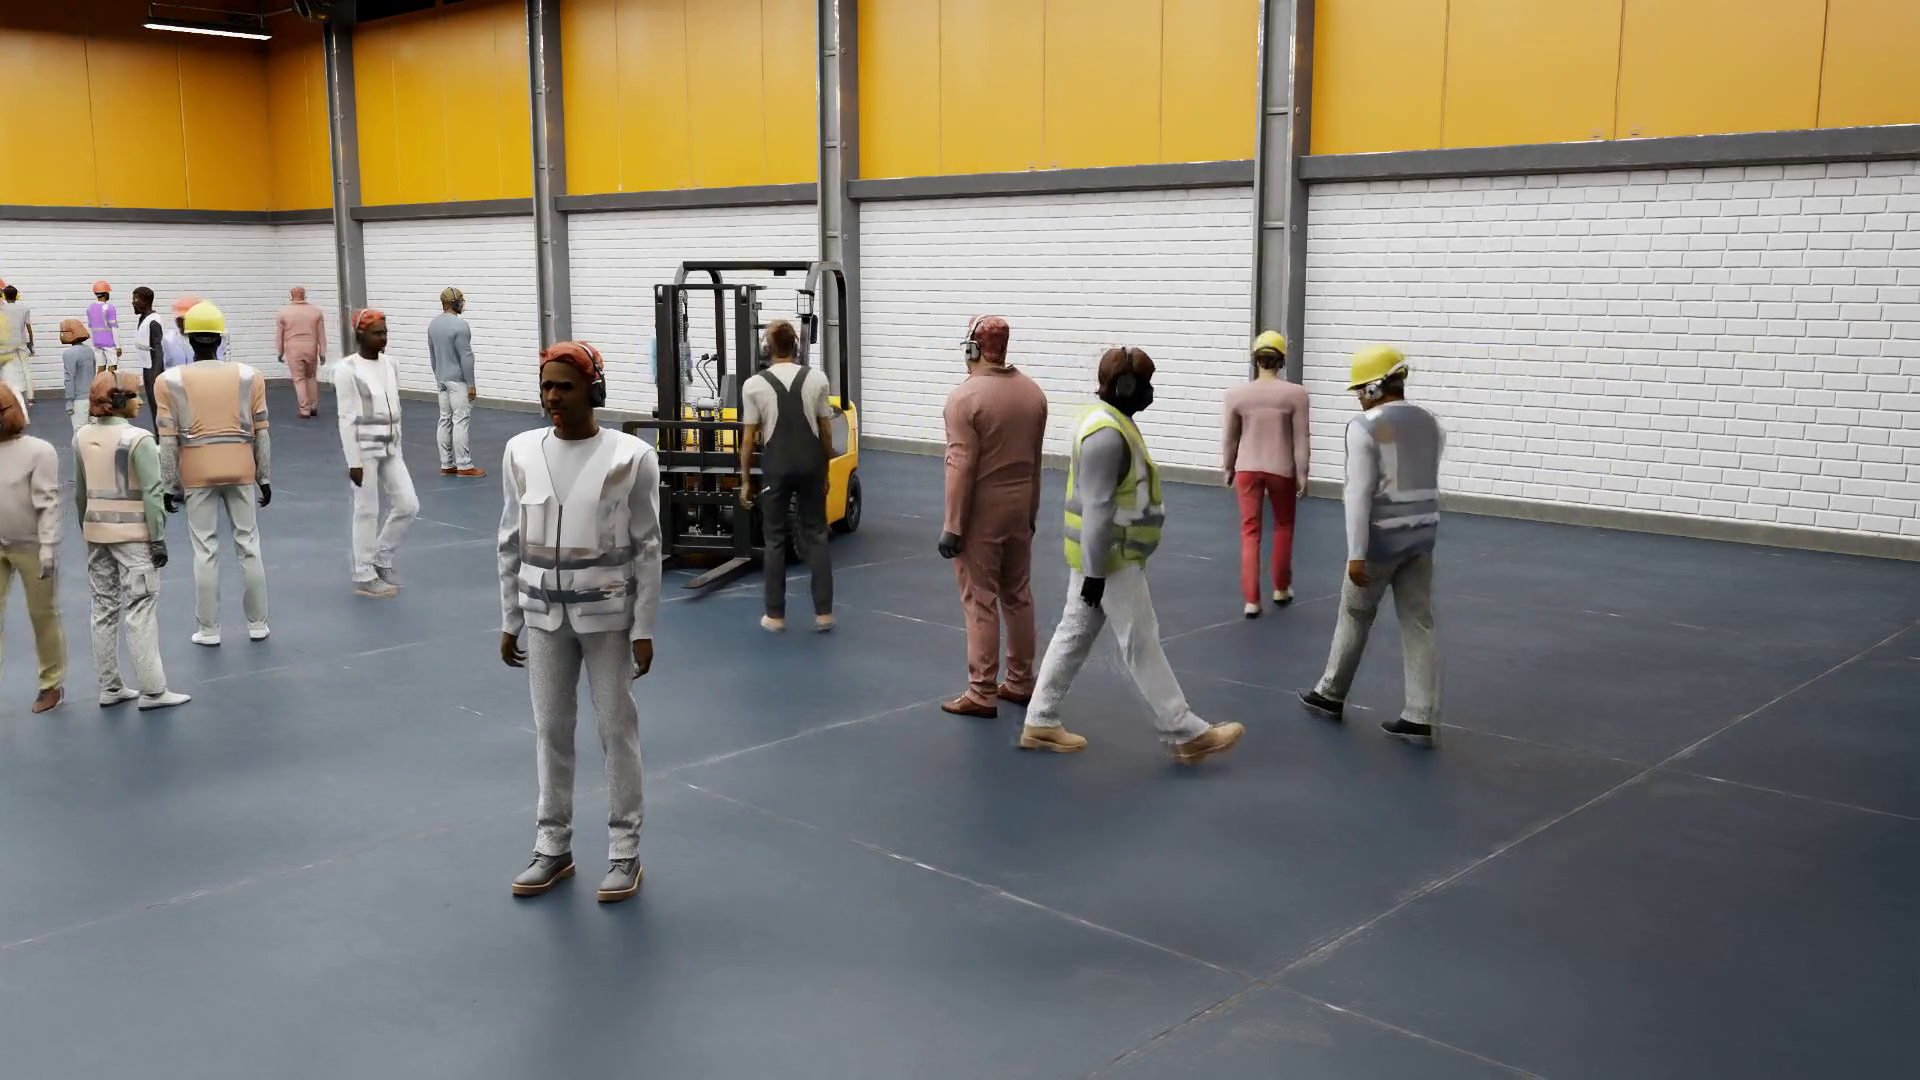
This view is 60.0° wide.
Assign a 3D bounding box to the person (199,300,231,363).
[{"bbox_3d":[-9.075,-2.024,20.134,0.487,1.744,0.288,-1,9,-8],"label":"person"}]

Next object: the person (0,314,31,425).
[{"bbox_3d":[-13.060,-2.408,22.352,0.977,1.789,0.618,-1,9,-4],"label":"person"}]

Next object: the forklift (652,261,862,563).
[{"bbox_3d":[-1.552,-1.040,12.721,1.214,2.155,2.313,2,9,11],"label":"forklift"}]

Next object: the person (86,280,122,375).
[{"bbox_3d":[-13.156,-3.021,25.641,0.545,1.942,0.350,3,10,19],"label":"person"}]

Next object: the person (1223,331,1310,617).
[{"bbox_3d":[1.905,-0.420,10.309,0.547,1.732,0.793,3,10,17],"label":"person"}]

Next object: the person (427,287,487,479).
[{"bbox_3d":[-5.121,-1.590,16.871,0.632,1.940,0.372,7,12,38],"label":"person"}]

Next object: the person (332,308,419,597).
[{"bbox_3d":[-3.766,-0.549,10.702,0.432,1.865,0.602,3,10,19],"label":"person"}]

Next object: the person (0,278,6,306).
[{"bbox_3d":[-14.975,-3.093,25.918,0.612,1.994,0.395,6,11,32],"label":"person"}]

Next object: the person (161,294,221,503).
[{"bbox_3d":[-6.974,-1.279,15.117,0.550,1.877,0.977,0,9,-3],"label":"person"}]

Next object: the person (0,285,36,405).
[{"bbox_3d":[-14.694,-3.021,25.859,0.534,1.868,0.309,-7,12,-38],"label":"person"}]

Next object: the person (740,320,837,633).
[{"bbox_3d":[-0.991,-0.358,9.670,0.592,1.822,0.464,-2,9,-12],"label":"person"}]

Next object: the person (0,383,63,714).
[{"bbox_3d":[-4.431,0.075,7.696,0.503,1.595,0.792,-1,9,-8],"label":"person"}]

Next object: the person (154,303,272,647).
[{"bbox_3d":[-4.187,-0.360,9.364,0.584,1.928,0.373,-6,11,-33],"label":"person"}]

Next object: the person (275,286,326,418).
[{"bbox_3d":[-9.420,-2.677,23.737,0.641,1.881,0.678,-7,11,-36],"label":"person"}]

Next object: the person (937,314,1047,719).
[{"bbox_3d":[0.125,-0.114,7.922,0.402,1.906,0.651,8,12,41],"label":"person"}]

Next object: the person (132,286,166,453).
[{"bbox_3d":[-9.288,-1.954,19.169,0.395,1.919,0.590,-7,12,-37],"label":"person"}]

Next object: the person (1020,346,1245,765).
[{"bbox_3d":[0.720,0.069,7.156,0.989,1.782,0.640,1,9,6],"label":"person"}]

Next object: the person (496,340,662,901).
[{"bbox_3d":[-1.284,0.277,5.603,0.576,1.882,0.355,2,9,11],"label":"person"}]

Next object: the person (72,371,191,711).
[{"bbox_3d":[-4.026,0.008,8.002,0.515,1.636,0.315,4,10,21],"label":"person"}]

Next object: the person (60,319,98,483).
[{"bbox_3d":[-8.738,-1.380,16.545,0.277,1.627,0.502,0,9,0],"label":"person"}]

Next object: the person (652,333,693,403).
[{"bbox_3d":[-3.556,-2.027,20.481,0.529,1.627,0.488,-8,12,-39],"label":"person"}]

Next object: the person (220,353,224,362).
[{"bbox_3d":[-7.255,-1.272,15.854,0.499,1.633,0.278,0,9,-1],"label":"person"}]

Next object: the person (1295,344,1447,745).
[{"bbox_3d":[1.893,0.007,7.584,0.606,1.769,0.868,-5,11,-29],"label":"person"}]
